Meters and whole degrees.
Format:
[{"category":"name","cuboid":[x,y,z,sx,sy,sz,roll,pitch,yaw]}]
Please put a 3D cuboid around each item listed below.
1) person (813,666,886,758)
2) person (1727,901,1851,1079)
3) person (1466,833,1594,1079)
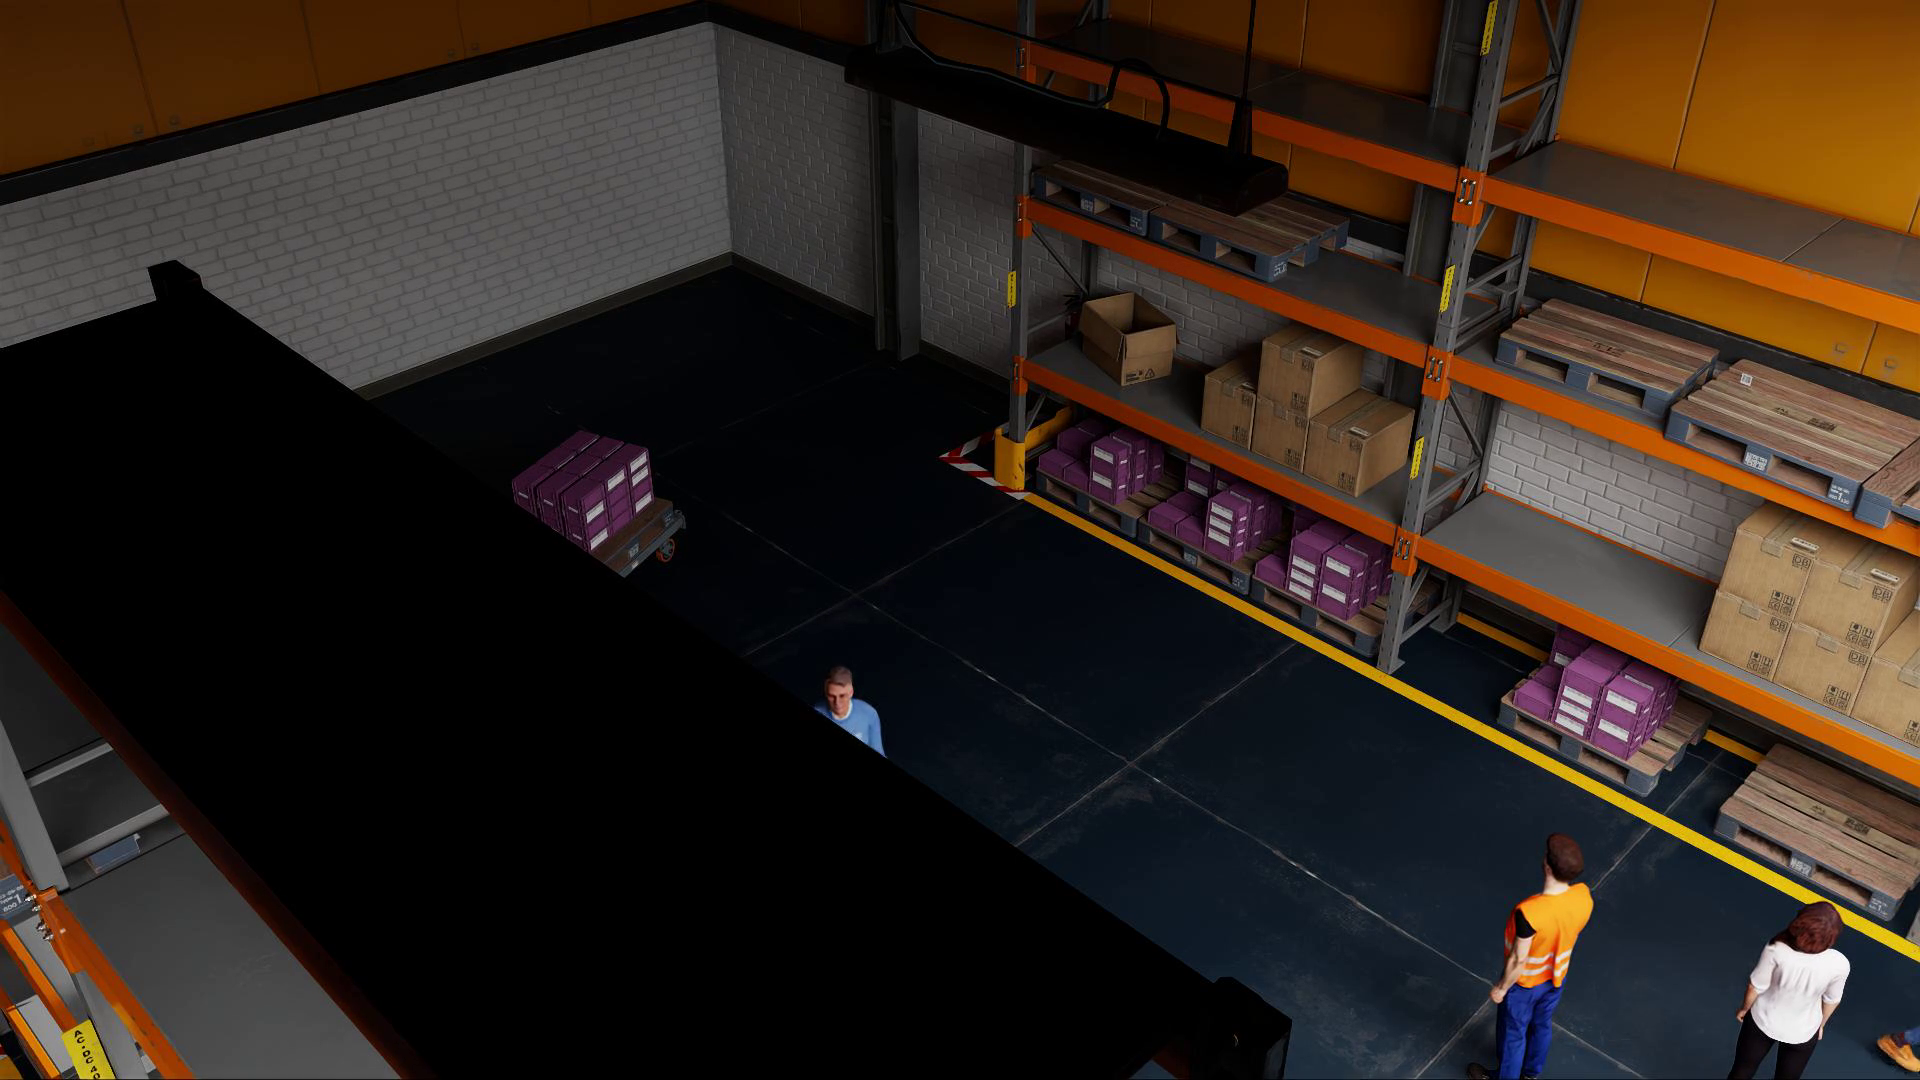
[{"category":"person","cuboid":[-0.712,1.494,10.747,1.120,1.775,1.263,-4,34,-6]},{"category":"person","cuboid":[4.447,2.642,9.002,0.604,1.795,0.738,11,35,16]},{"category":"person","cuboid":[3.209,2.406,9.275,0.767,1.886,0.737,-16,37,-23]}]
